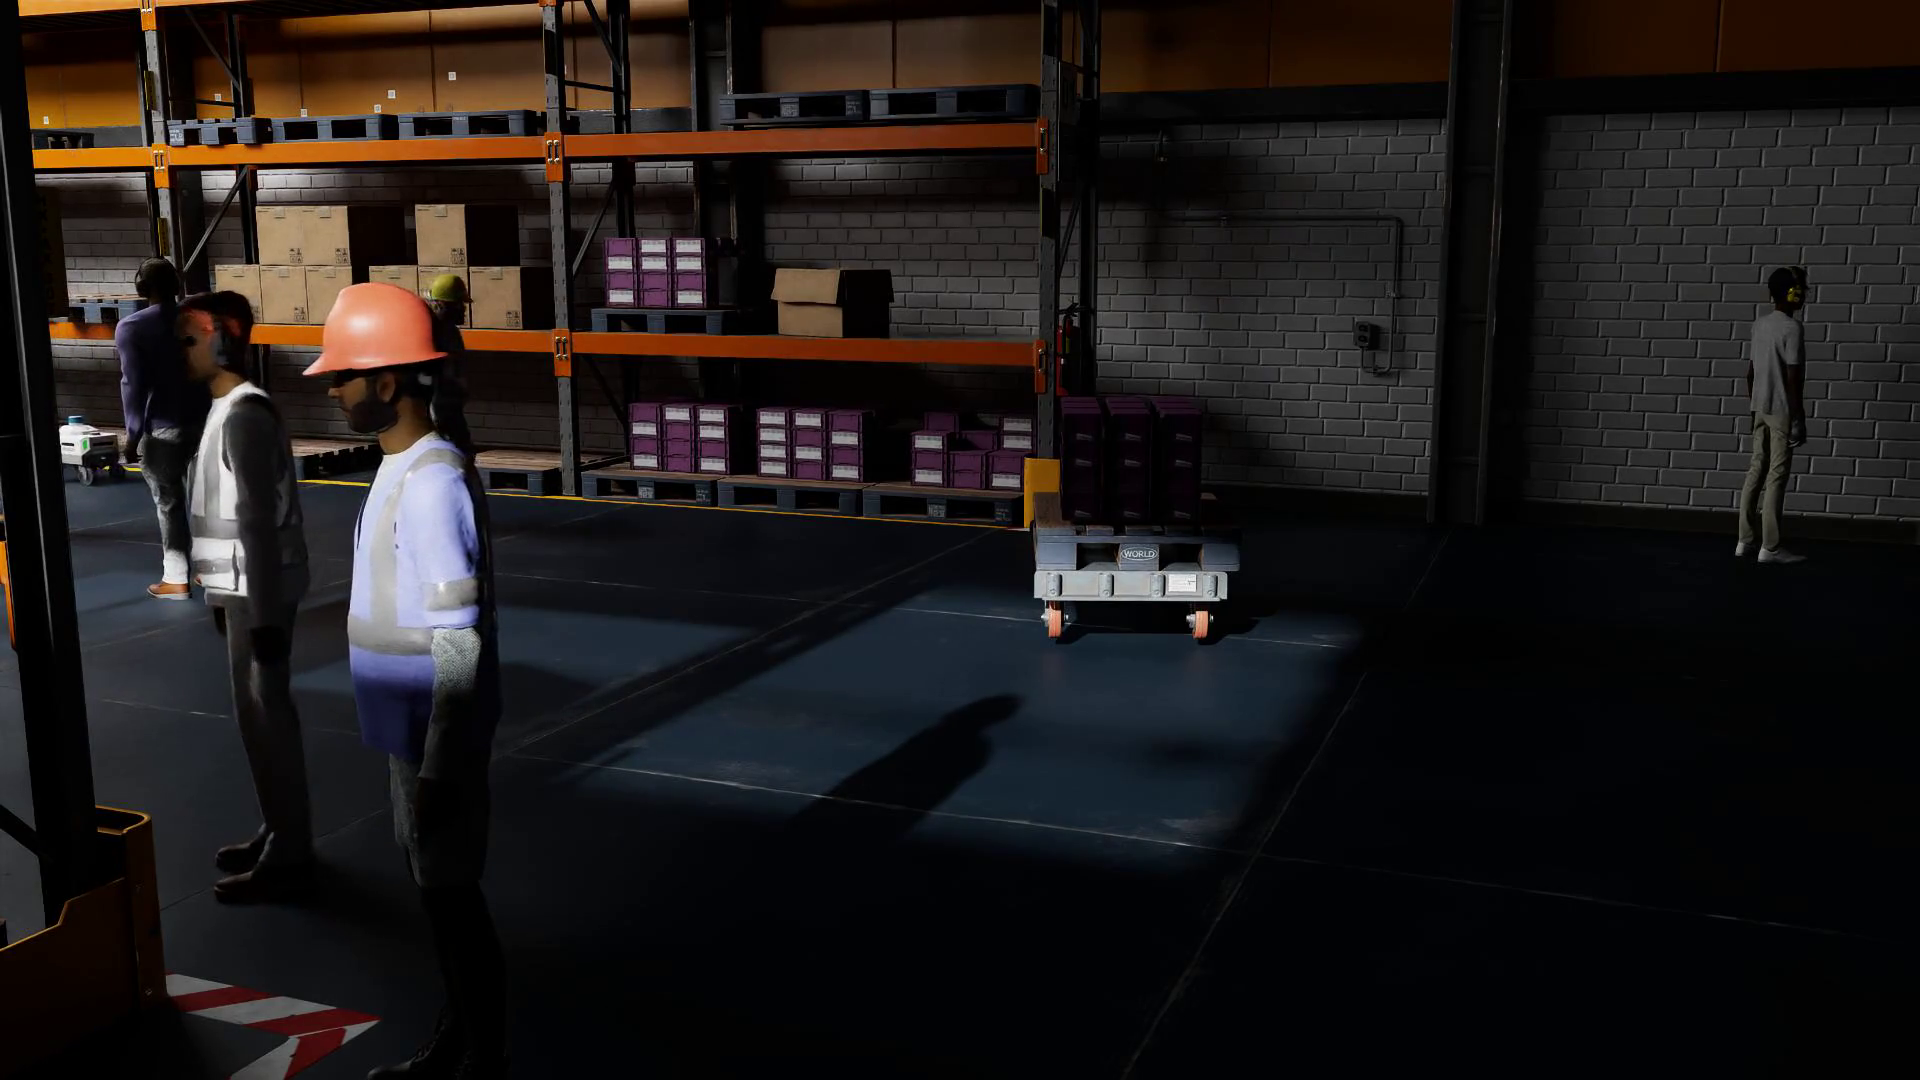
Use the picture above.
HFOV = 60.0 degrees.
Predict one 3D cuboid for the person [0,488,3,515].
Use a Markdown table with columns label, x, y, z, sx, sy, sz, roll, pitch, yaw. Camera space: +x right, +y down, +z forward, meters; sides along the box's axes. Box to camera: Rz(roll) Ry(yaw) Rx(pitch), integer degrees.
| label | x | y | z | sx | sy | sz | roll | pitch | yaw |
| --- | --- | --- | --- | --- | --- | --- | --- | --- | --- |
| person | -6.683 | -0.925 | 11.419 | 0.484 | 1.847 | 0.639 | 3 | 11 | 14 |

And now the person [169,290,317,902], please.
| label | x | y | z | sx | sy | sz | roll | pitch | yaw |
| --- | --- | --- | --- | --- | --- | --- | --- | --- | --- |
| person | -2.214 | 0.171 | 5.177 | 0.355 | 1.877 | 0.585 | -5 | 11 | -27 |

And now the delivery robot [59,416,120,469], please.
| label | x | y | z | sx | sy | sz | roll | pitch | yaw |
| --- | --- | --- | --- | --- | --- | --- | --- | --- | --- |
| delivery robot | -7.430 | -0.802 | 14.005 | 0.707 | 0.478 | 0.477 | 6 | 12 | 29 |

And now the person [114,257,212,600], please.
| label | x | y | z | sx | sy | sz | roll | pitch | yaw |
| --- | --- | --- | --- | --- | --- | --- | --- | --- | --- |
| person | -4.464 | -0.628 | 9.452 | 0.366 | 1.936 | 0.630 | 6 | 12 | 29 |

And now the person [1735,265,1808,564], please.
| label | x | y | z | sx | sy | sz | roll | pitch | yaw |
| --- | --- | --- | --- | --- | --- | --- | --- | --- | --- |
| person | 5.183 | -0.790 | 10.527 | 0.328 | 1.875 | 0.513 | -2 | 10 | -9 |

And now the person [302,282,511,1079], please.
| label | x | y | z | sx | sy | sz | roll | pitch | yaw |
| --- | --- | --- | --- | --- | --- | --- | --- | --- | --- |
| person | -1.208 | 0.406 | 3.688 | 0.363 | 1.934 | 0.552 | -5 | 11 | -24 |

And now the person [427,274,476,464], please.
| label | x | y | z | sx | sy | sz | roll | pitch | yaw |
| --- | --- | --- | --- | --- | --- | --- | --- | --- | --- |
| person | -3.576 | -0.932 | 11.533 | 0.519 | 1.799 | 0.601 | 1 | 10 | 4 |
